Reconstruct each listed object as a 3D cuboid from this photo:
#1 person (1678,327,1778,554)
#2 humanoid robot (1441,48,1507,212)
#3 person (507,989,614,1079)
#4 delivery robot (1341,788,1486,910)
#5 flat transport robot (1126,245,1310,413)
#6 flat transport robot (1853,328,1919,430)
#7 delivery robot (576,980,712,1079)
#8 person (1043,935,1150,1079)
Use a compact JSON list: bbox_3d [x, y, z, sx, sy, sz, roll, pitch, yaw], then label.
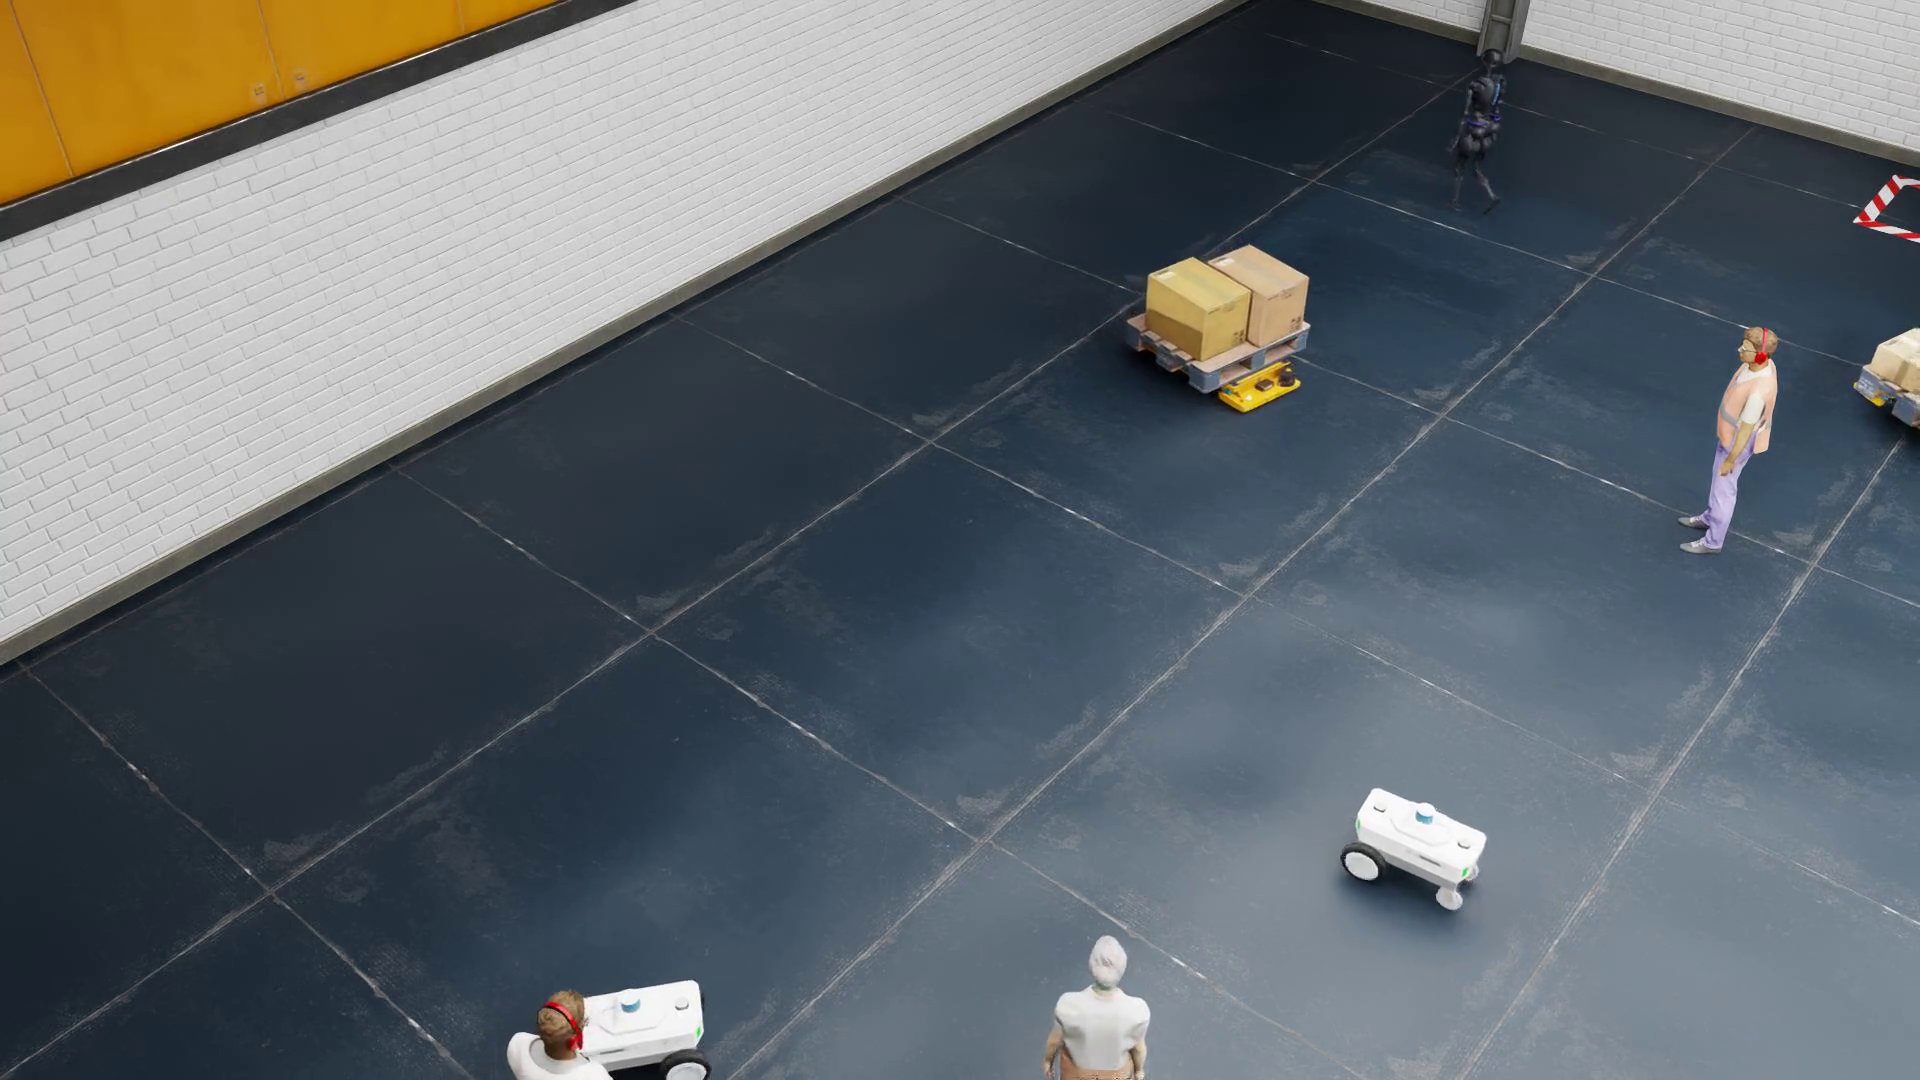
[{"bbox_3d":[5.568,-0.708,11.920,0.391,1.836,0.559,12,40,14],"label":"person"},{"bbox_3d":[5.027,-3.899,16.017,0.608,1.641,0.544,-23,44,-26],"label":"humanoid robot"},{"bbox_3d":[-1.746,2.736,7.646,0.562,1.833,0.403,19,43,22],"label":"person"},{"bbox_3d":[2.692,1.790,9.840,0.802,0.600,0.499,22,44,25],"label":"delivery robot"},{"bbox_3d":[2.175,-1.580,14.247,0.659,0.231,1.431,-25,45,-28],"label":"flat transport robot"},{"bbox_3d":[8.082,-1.001,13.529,0.659,0.231,1.431,-14,41,-17],"label":"flat transport robot"},{"bbox_3d":[-1.700,2.605,8.832,0.801,0.602,0.499,-7,39,-9],"label":"delivery robot"},{"bbox_3d":[0.645,2.526,7.983,0.490,1.735,0.493,3,39,4],"label":"person"}]
